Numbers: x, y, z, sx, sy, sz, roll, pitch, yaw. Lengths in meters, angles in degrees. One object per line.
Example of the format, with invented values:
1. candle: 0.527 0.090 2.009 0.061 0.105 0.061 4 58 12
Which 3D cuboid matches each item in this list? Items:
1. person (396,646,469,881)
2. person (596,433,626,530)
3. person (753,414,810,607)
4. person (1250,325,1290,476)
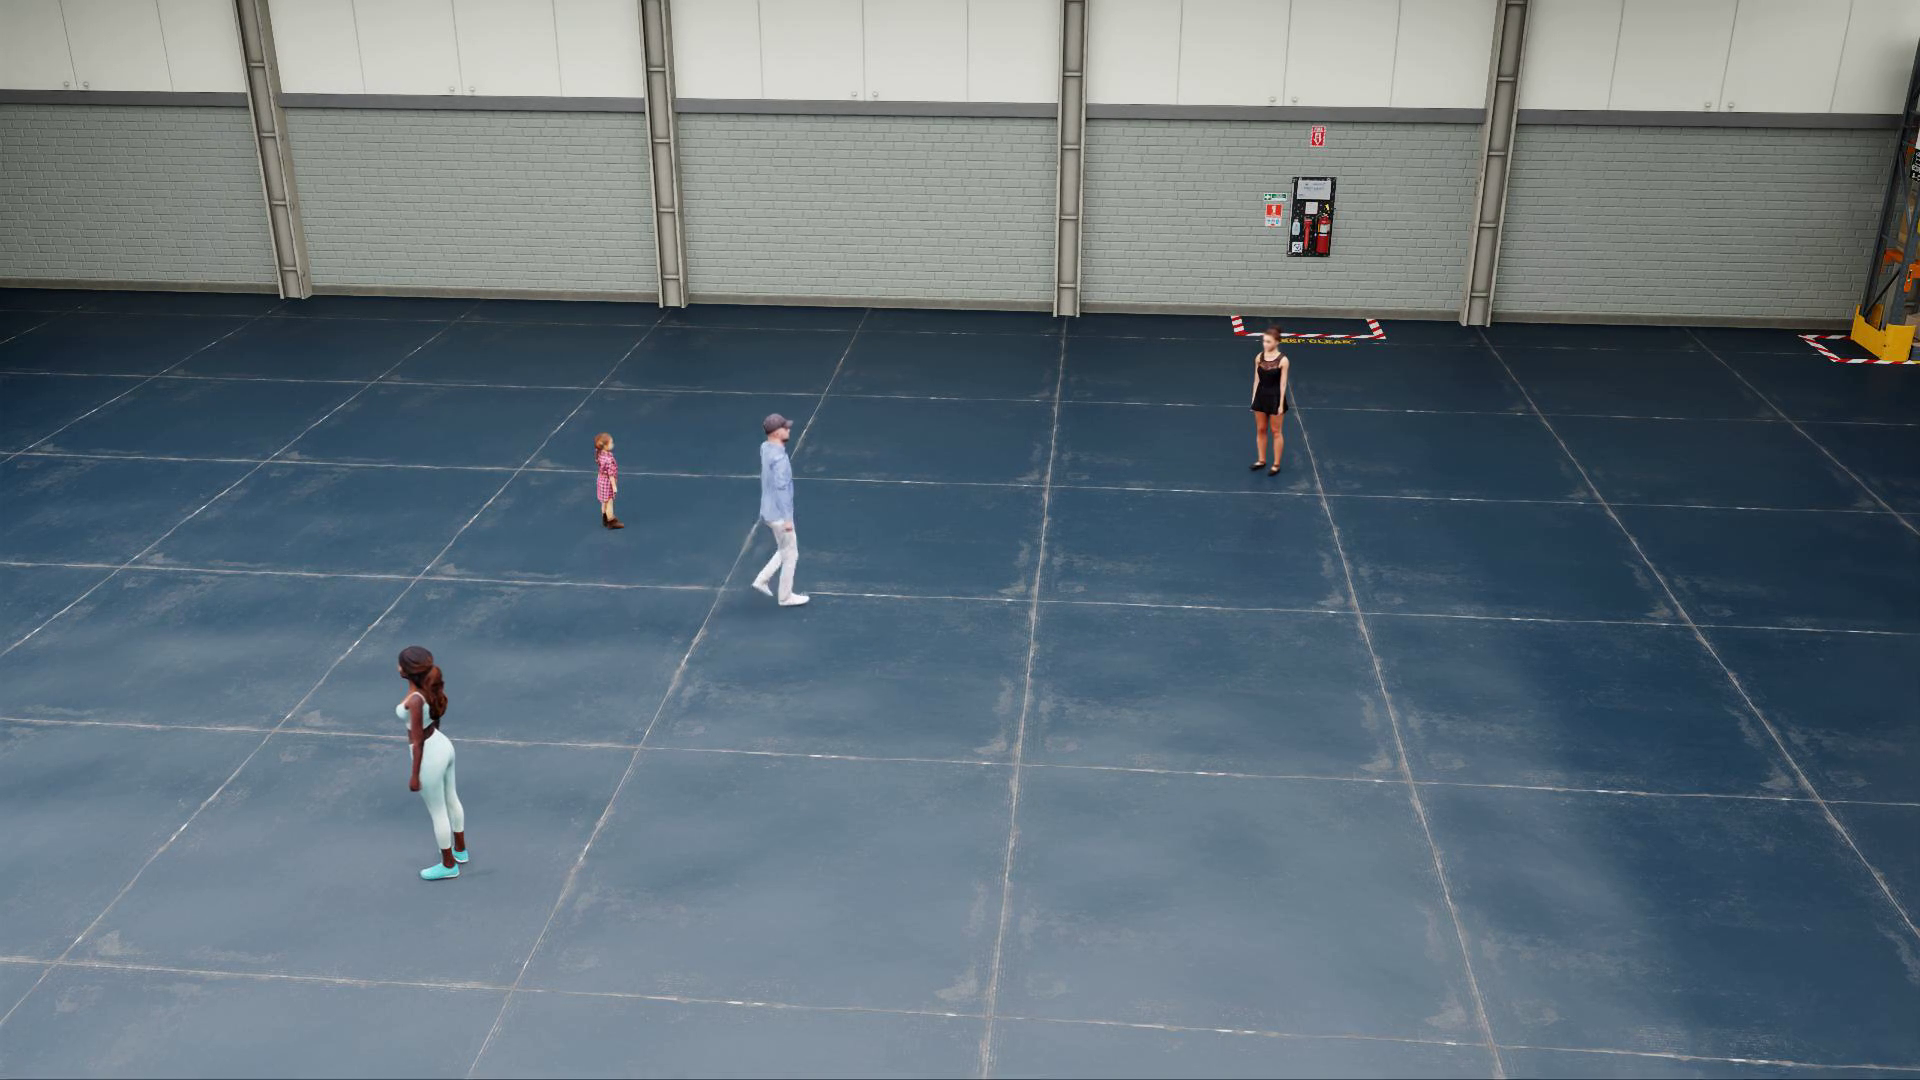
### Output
1. person: -3.578 1.496 11.271 0.524 1.724 0.558 2 23 6
2. person: -3.637 -0.615 17.132 0.554 1.022 0.501 -16 28 -32
3. person: -1.721 -0.253 15.188 0.875 1.877 0.811 -8 24 -19
4. person: 3.464 -1.569 18.534 0.673 1.680 0.753 19 30 38
